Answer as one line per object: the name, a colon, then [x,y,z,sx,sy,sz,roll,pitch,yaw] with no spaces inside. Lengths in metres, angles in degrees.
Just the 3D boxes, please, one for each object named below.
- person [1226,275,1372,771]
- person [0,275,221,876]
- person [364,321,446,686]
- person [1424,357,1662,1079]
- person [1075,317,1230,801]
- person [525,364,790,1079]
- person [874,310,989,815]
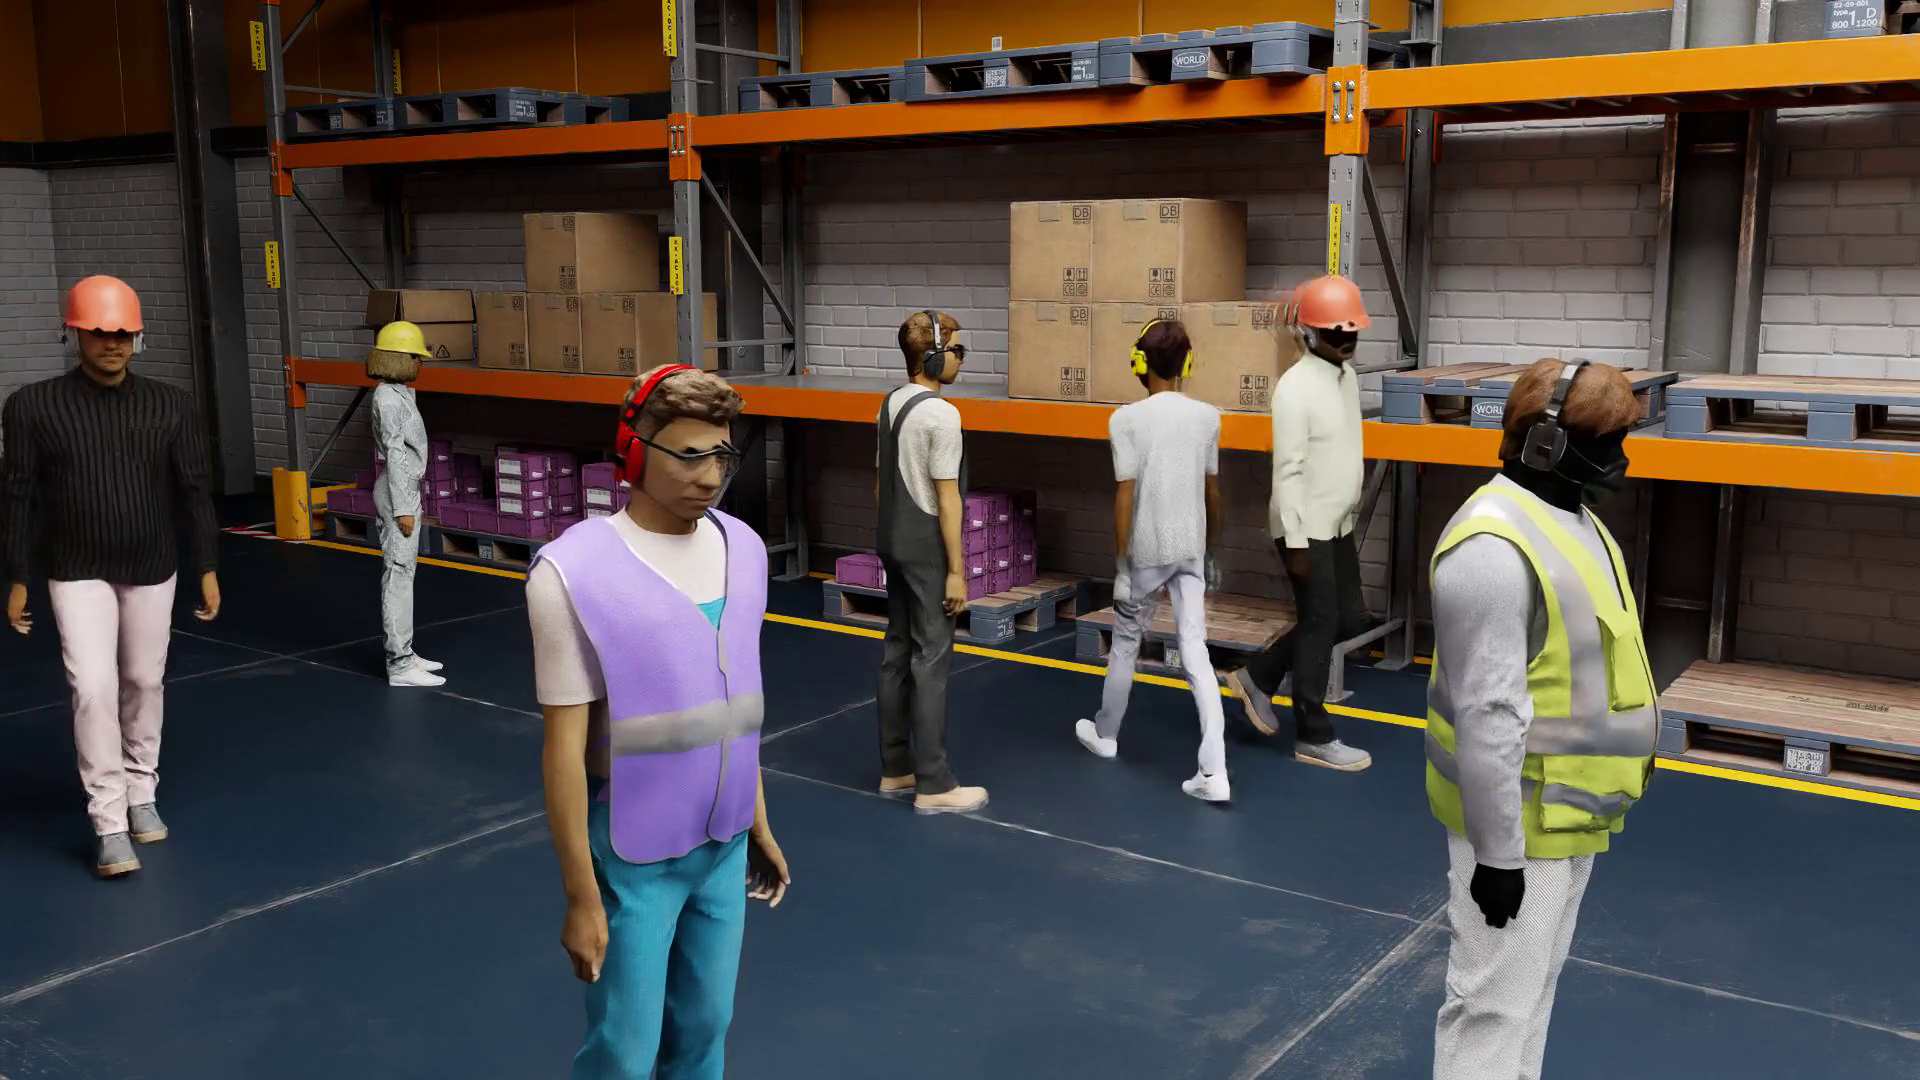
person: [1.369,-0.058,6.599,0.565,1.969,0.642,6,11,32]
person: [-2.798,0.115,5.559,0.656,1.963,0.817,-8,12,-39]
person: [-2.656,-0.174,7.974,0.303,1.740,0.485,-3,10,-18]
person: [1.160,0.556,3.339,0.429,1.840,0.624,6,11,32]
person: [0.781,0.052,6.438,0.522,1.812,1.023,-3,10,-18]
person: [-0.556,0.589,3.134,0.389,1.837,0.563,6,11,31]
person: [-0.131,0.081,6.137,0.345,1.845,0.505,-6,11,-31]
